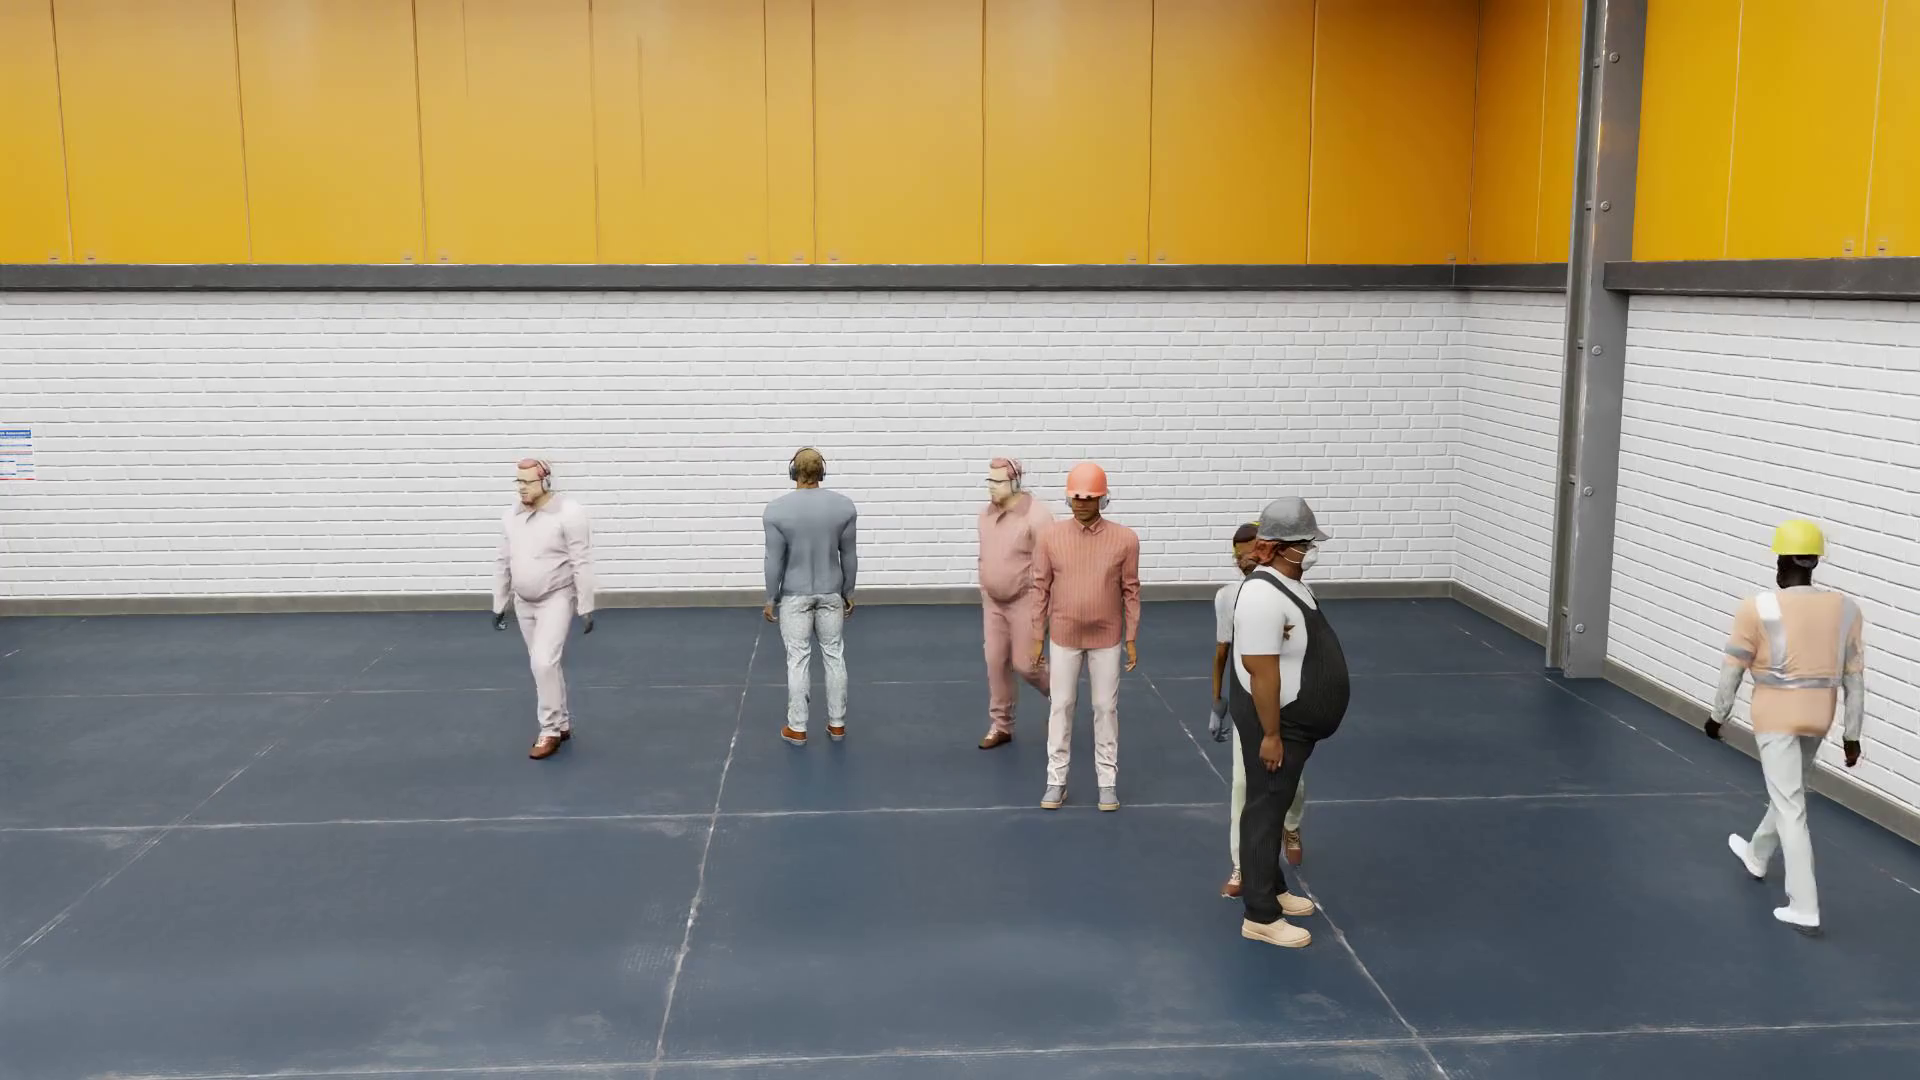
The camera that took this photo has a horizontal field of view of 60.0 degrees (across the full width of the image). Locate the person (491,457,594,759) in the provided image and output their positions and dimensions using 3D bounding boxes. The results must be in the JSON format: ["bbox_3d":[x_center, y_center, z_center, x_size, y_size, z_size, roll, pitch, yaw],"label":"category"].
[{"bbox_3d":[-2.707,0.425,10.519,0.681,1.882,0.697,5,10,28],"label":"person"}]

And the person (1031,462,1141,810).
[{"bbox_3d":[0.709,0.546,9.433,0.622,1.991,0.383,1,9,6],"label":"person"}]

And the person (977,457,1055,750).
[{"bbox_3d":[0.404,0.393,10.701,0.670,1.895,0.607,9,13,43],"label":"person"}]

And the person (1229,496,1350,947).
[{"bbox_3d":[1.514,0.808,7.645,0.535,2.000,0.674,3,9,16],"label":"person"}]

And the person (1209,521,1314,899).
[{"bbox_3d":[1.532,0.810,8.234,0.580,1.852,0.632,3,10,21],"label":"person"}]

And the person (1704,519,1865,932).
[{"bbox_3d":[3.942,0.842,7.947,0.595,1.876,0.996,-1,9,-7],"label":"person"}]

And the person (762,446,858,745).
[{"bbox_3d":[-0.969,0.361,10.769,0.627,1.941,0.371,-3,10,-20],"label":"person"}]
